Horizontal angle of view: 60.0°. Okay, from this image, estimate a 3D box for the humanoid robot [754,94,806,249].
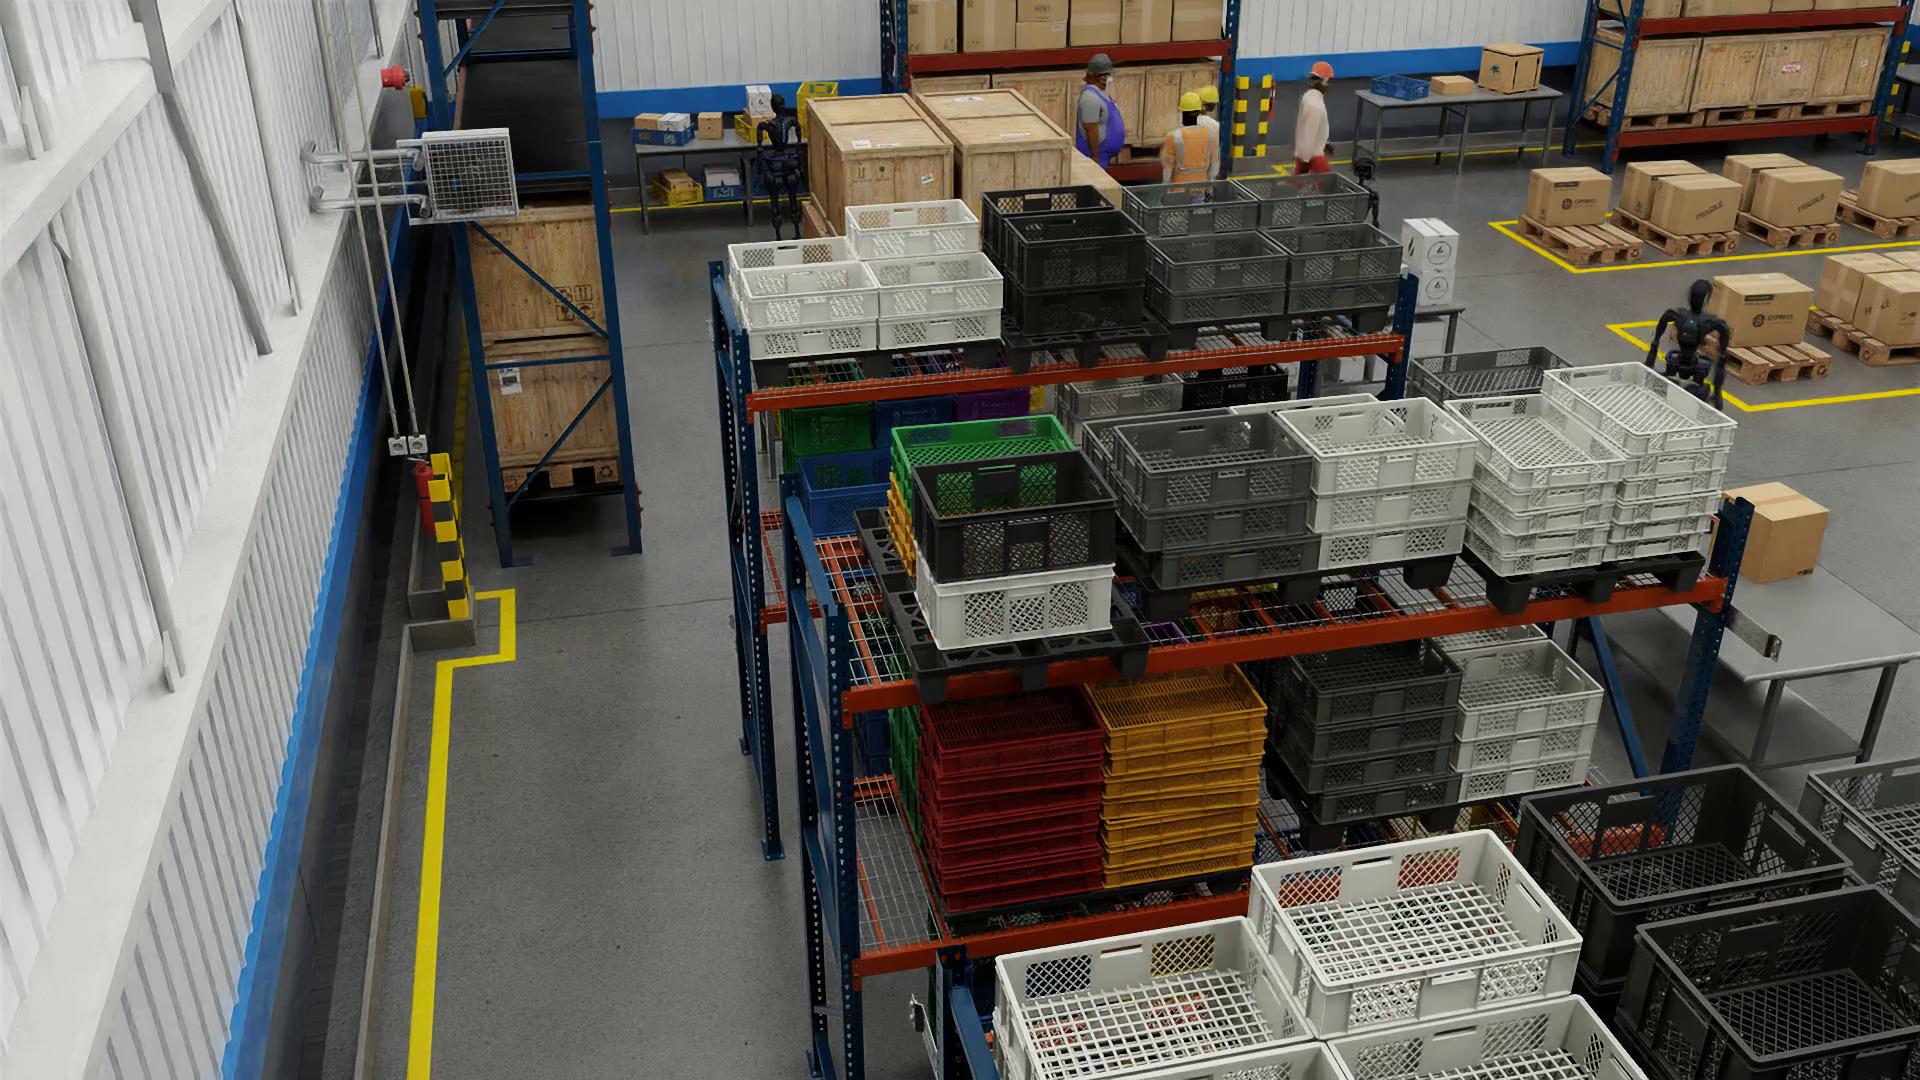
[{"bbox_3d":[-1.962,-4.039,18.186,0.601,1.655,0.323,-15,31,-27],"label":"humanoid robot"}]

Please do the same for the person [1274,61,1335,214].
[{"bbox_3d":[3.945,-4.359,18.550,1.043,1.911,0.592,-2,28,-3],"label":"person"}]

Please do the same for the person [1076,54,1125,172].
[{"bbox_3d":[1.546,-4.340,18.383,0.537,2.000,0.677,3,28,5],"label":"person"}]

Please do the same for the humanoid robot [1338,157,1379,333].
[{"bbox_3d":[3.762,-2.837,15.902,0.328,1.657,0.590,-15,31,-26],"label":"humanoid robot"}]

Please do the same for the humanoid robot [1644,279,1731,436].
[{"bbox_3d":[5.618,-1.232,12.871,0.656,1.649,0.324,21,34,34],"label":"humanoid robot"}]

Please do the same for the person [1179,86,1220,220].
[{"bbox_3d":[2.625,-4.141,18.352,0.933,1.703,0.544,-22,35,-35],"label":"person"}]

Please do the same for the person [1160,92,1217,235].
[{"bbox_3d":[2.345,-3.653,17.212,0.586,1.919,0.398,-10,29,-18],"label":"person"}]
